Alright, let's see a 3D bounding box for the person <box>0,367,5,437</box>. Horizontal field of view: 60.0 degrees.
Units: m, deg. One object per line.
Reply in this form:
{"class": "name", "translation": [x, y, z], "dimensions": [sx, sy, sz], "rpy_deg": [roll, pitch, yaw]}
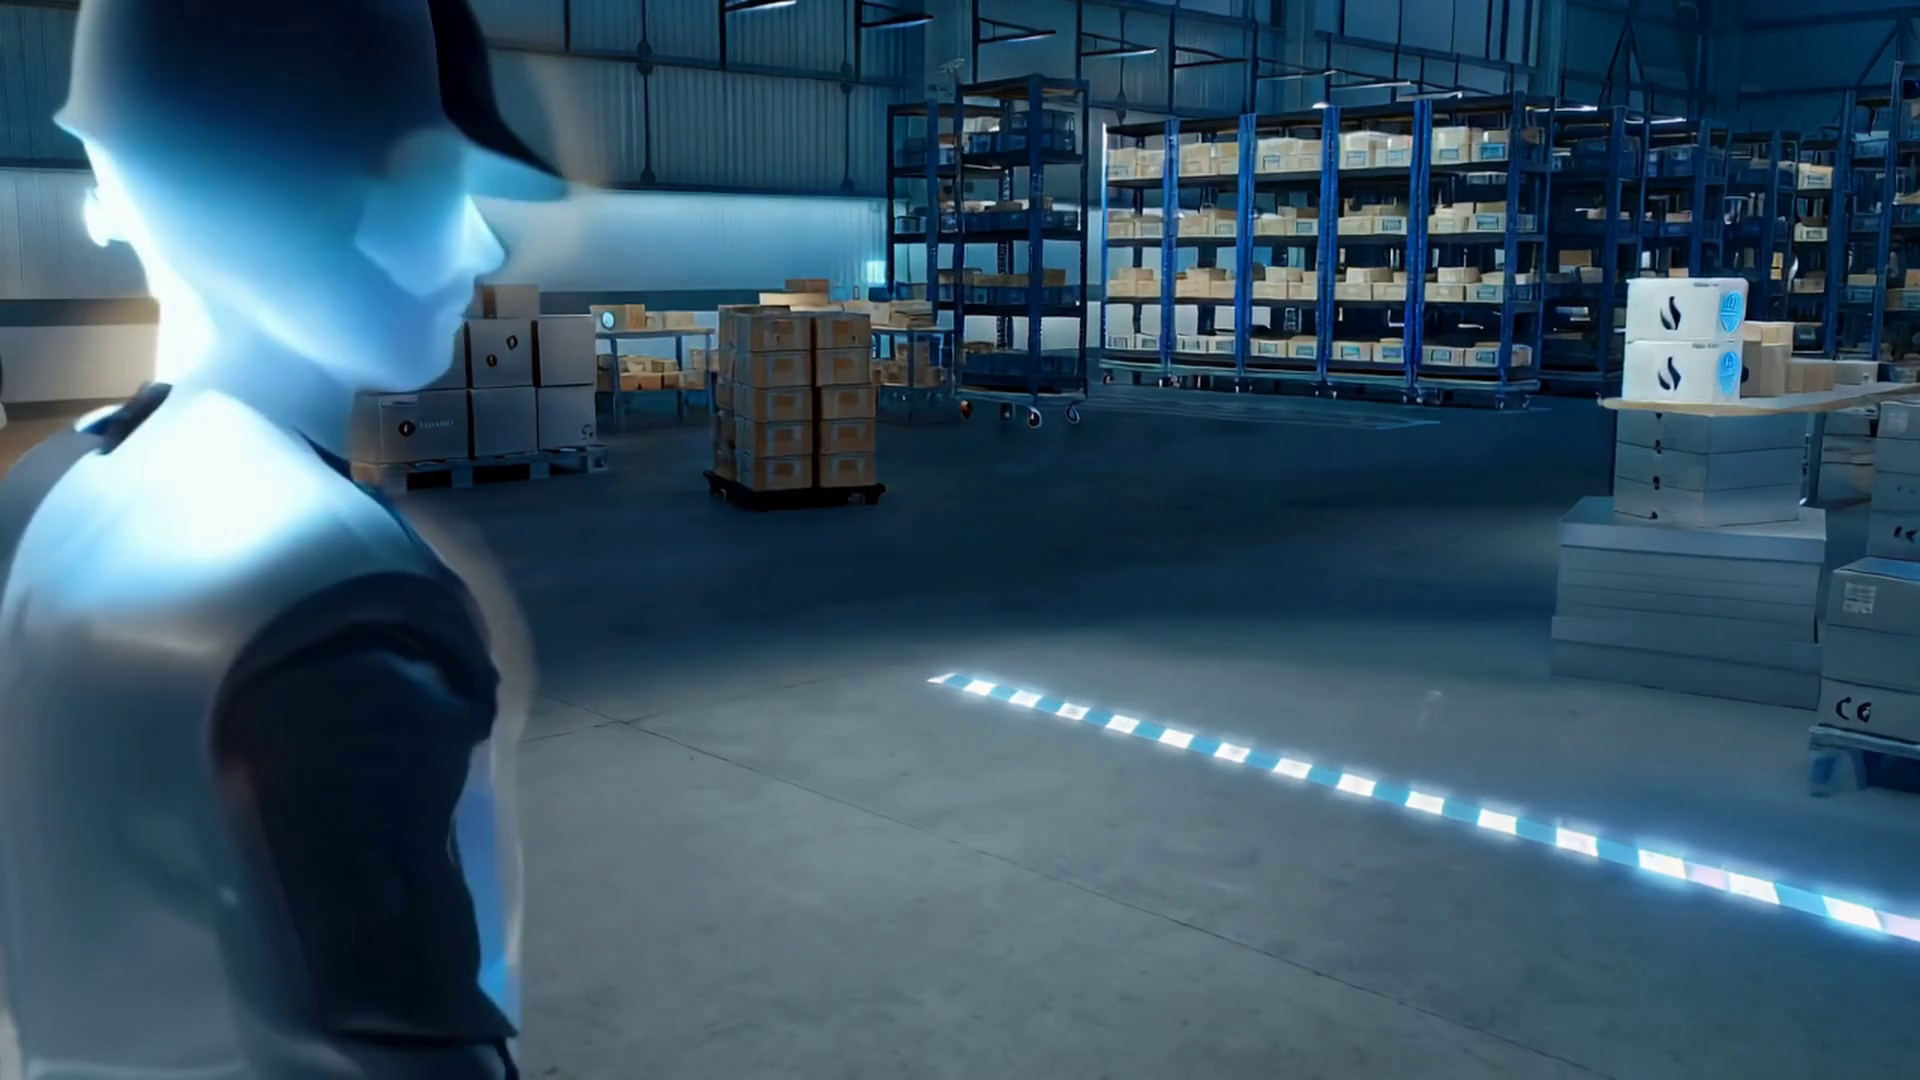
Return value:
{"class": "person", "translation": [-5.586, -0.763, 9.099], "dimensions": [0.657, 1.932, 0.501], "rpy_deg": [-1, 10, -9]}
